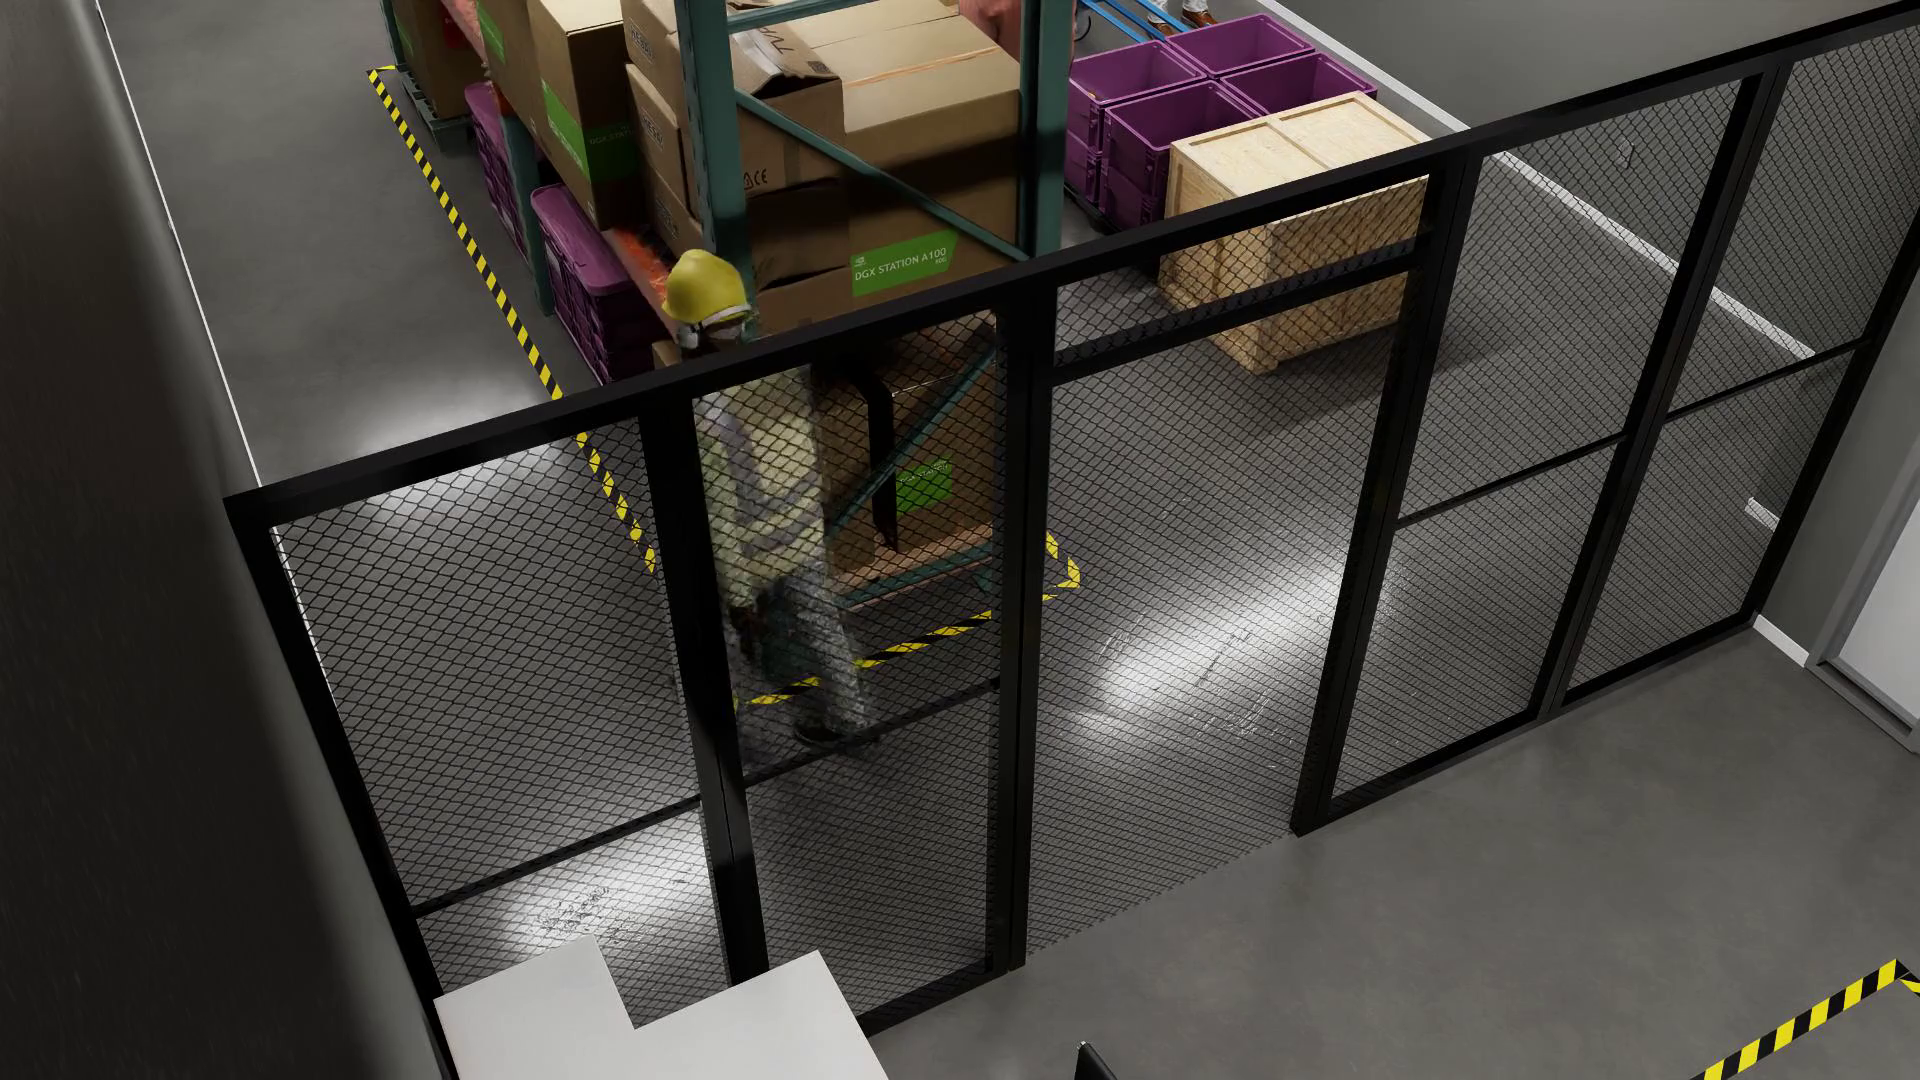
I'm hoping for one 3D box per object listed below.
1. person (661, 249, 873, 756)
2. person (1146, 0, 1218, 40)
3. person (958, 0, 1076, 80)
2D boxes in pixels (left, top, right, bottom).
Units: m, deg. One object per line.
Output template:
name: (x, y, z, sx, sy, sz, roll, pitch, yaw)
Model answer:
person: (-0.650, -0.049, 5.119, 0.855, 1.773, 0.617, 24, 48, 24)
person: (1.279, -3.629, 8.916, 0.628, 1.940, 0.373, -21, 47, -22)
person: (0.206, -1.817, 6.899, 0.624, 1.983, 0.398, -31, 51, -30)
